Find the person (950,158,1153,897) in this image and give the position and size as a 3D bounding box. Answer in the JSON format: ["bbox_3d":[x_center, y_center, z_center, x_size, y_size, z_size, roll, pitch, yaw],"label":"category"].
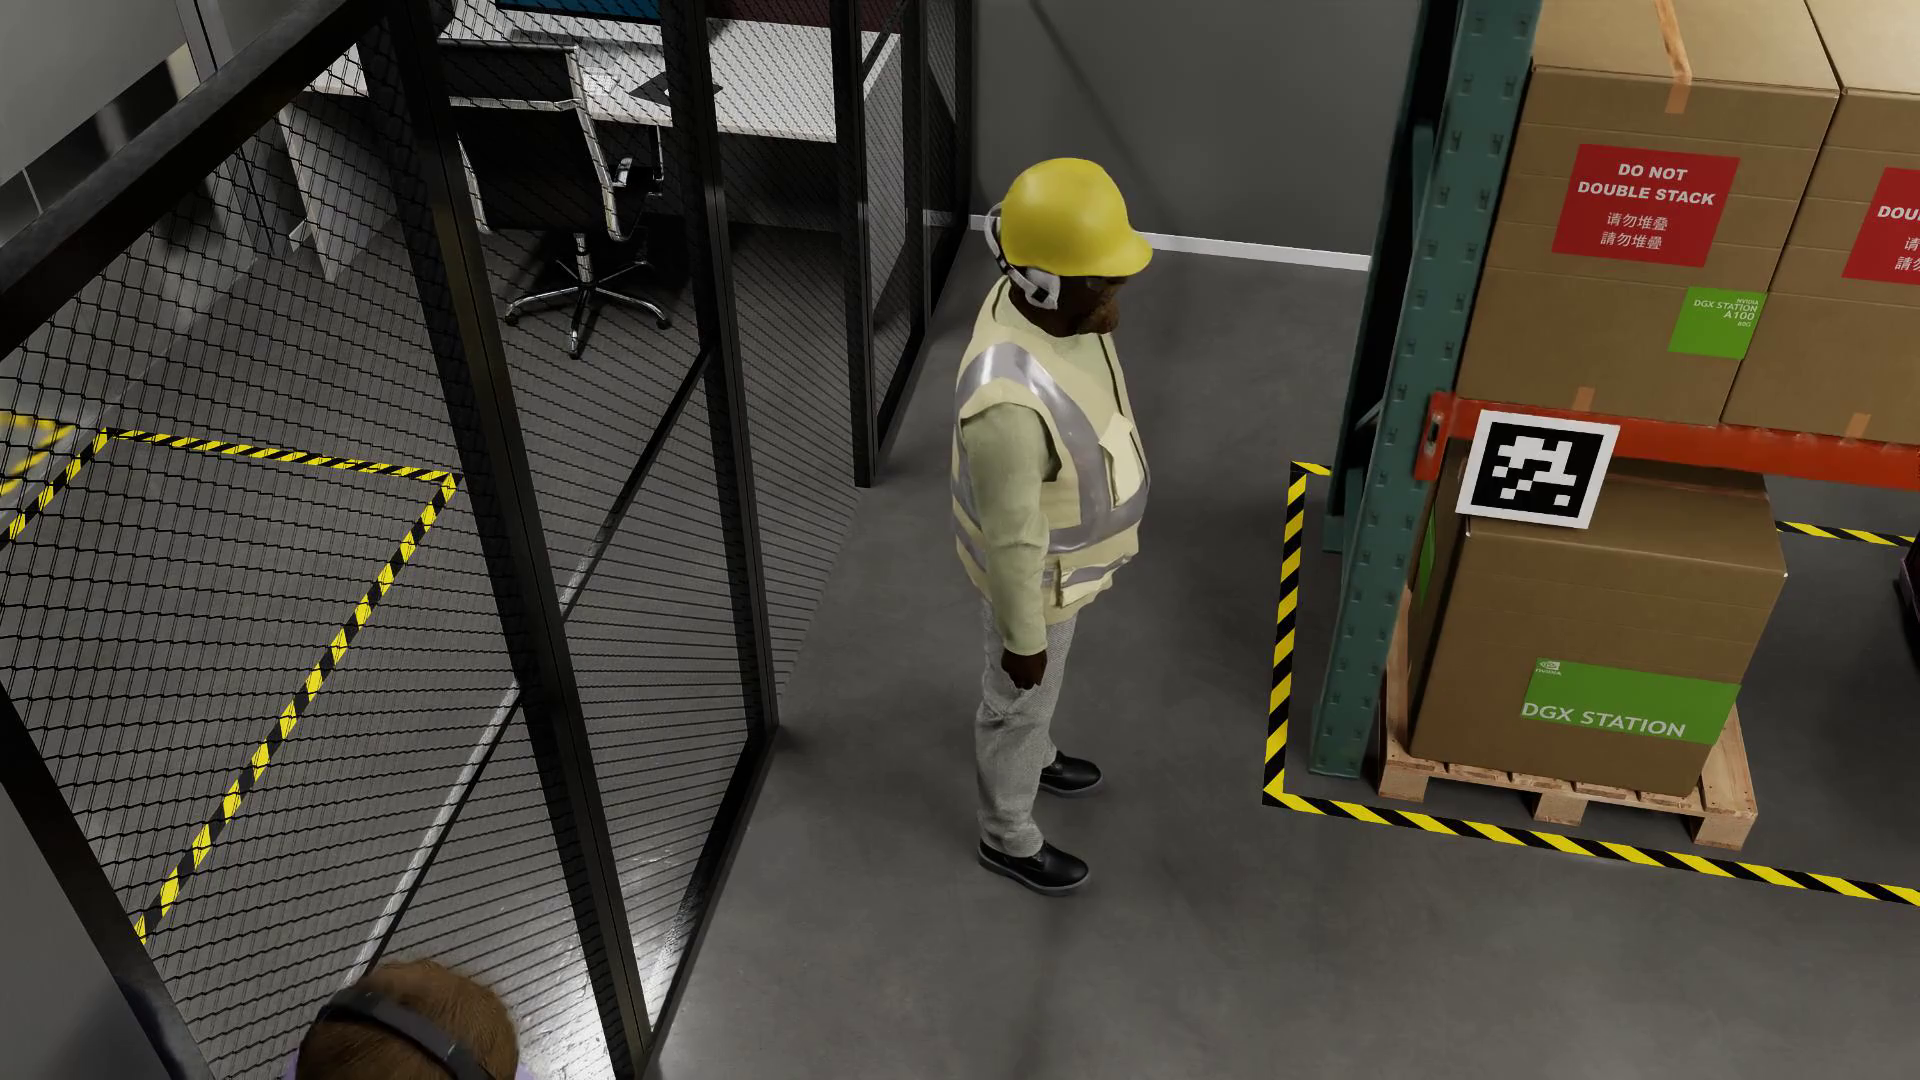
[{"bbox_3d":[0.188,0.016,3.558,0.404,1.831,0.600,7,41,8],"label":"person"}]

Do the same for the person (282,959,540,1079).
[{"bbox_3d":[-0.528,1.153,2.172,0.631,1.938,0.369,19,44,20],"label":"person"}]
